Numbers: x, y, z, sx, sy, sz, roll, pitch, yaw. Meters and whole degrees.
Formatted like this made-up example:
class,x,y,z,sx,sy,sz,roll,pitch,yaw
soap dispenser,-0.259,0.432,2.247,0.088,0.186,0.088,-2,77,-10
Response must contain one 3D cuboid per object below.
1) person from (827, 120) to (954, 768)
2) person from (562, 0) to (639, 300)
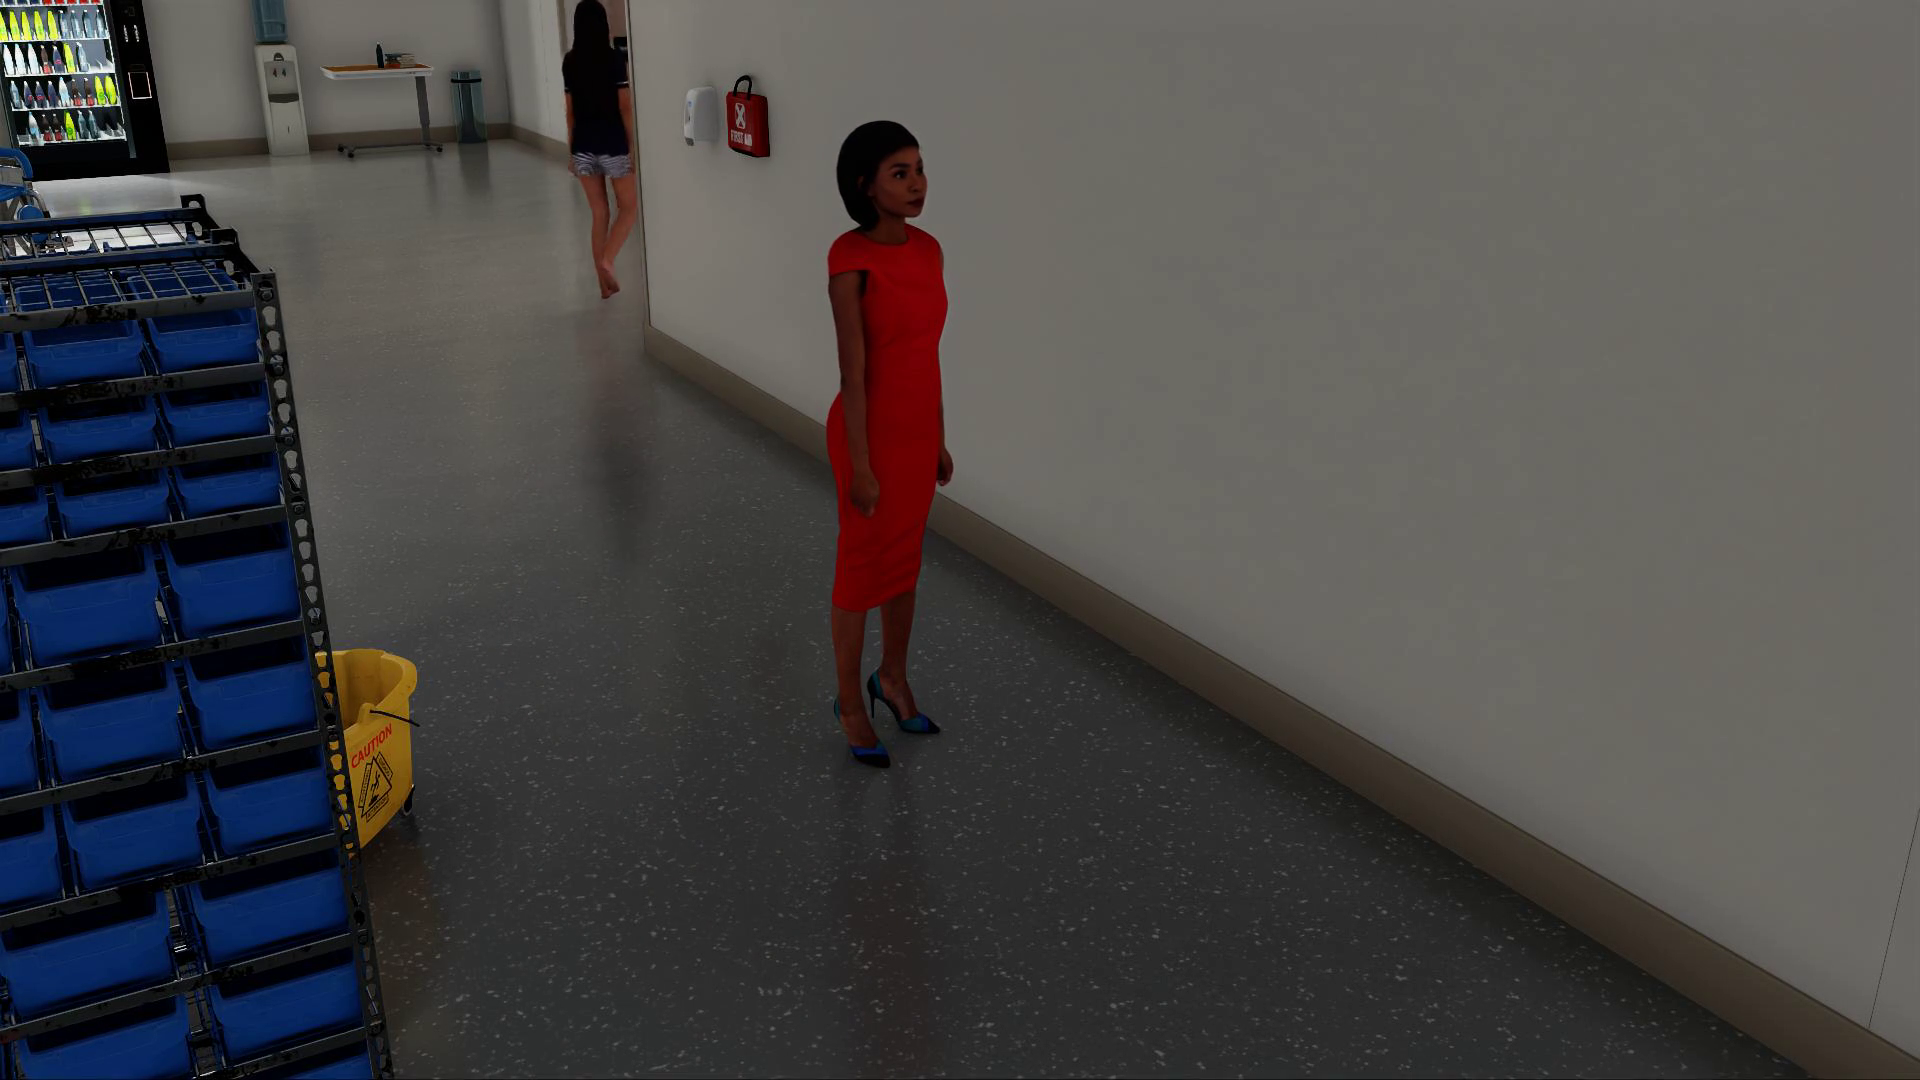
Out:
class,x,y,z,sx,sy,sz,roll,pitch,yaw
person,-0.205,-0.248,4.522,0.696,1.743,0.562,15,26,35
person,-2.141,-2.272,9.869,0.866,1.741,0.909,5,21,14
